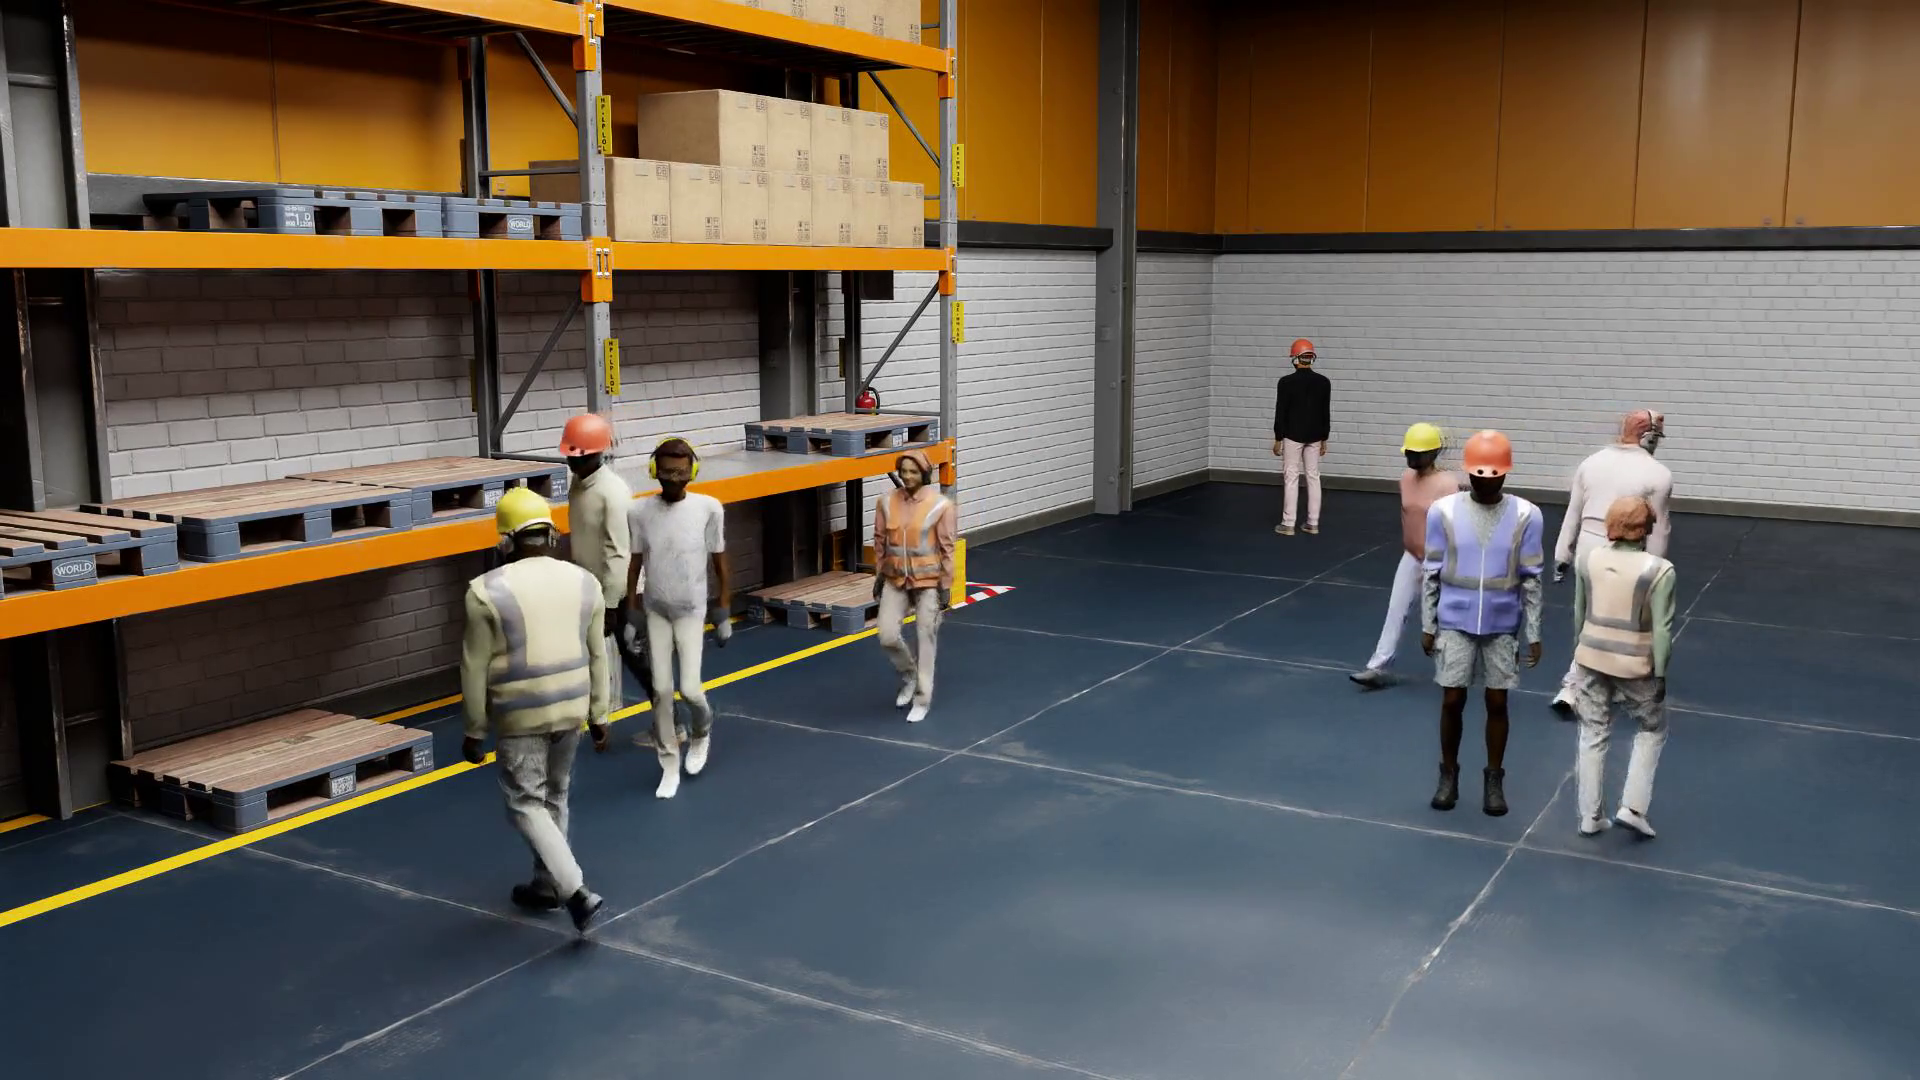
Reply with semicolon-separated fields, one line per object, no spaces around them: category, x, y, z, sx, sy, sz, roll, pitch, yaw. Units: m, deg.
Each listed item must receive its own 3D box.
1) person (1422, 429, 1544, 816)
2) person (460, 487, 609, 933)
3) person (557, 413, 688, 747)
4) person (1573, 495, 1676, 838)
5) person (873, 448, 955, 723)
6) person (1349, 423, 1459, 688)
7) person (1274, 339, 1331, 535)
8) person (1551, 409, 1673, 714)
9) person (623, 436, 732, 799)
person;2.528;0.410;8.075;0.559;1.915;0.439;3;9;15
person;-1.645;0.698;6.628;0.692;1.803;0.608;9;13;44
person;-1.944;0.257;9.005;1.013;1.912;0.670;-8;12;-40
person;3.093;0.597;7.790;0.399;1.623;0.523;-8;12;-42
person;-0.279;0.267;9.822;0.542;1.624;0.365;4;10;22
person;2.924;0.118;10.496;0.915;1.712;0.519;-6;11;-31
person;3.468;-1.045;16.917;0.612;1.988;0.402;-3;10;-20
person;3.873;0.135;9.983;0.816;1.856;0.657;-3;10;-20
person;-1.444;0.380;8.469;0.530;1.847;0.454;1;9;5
